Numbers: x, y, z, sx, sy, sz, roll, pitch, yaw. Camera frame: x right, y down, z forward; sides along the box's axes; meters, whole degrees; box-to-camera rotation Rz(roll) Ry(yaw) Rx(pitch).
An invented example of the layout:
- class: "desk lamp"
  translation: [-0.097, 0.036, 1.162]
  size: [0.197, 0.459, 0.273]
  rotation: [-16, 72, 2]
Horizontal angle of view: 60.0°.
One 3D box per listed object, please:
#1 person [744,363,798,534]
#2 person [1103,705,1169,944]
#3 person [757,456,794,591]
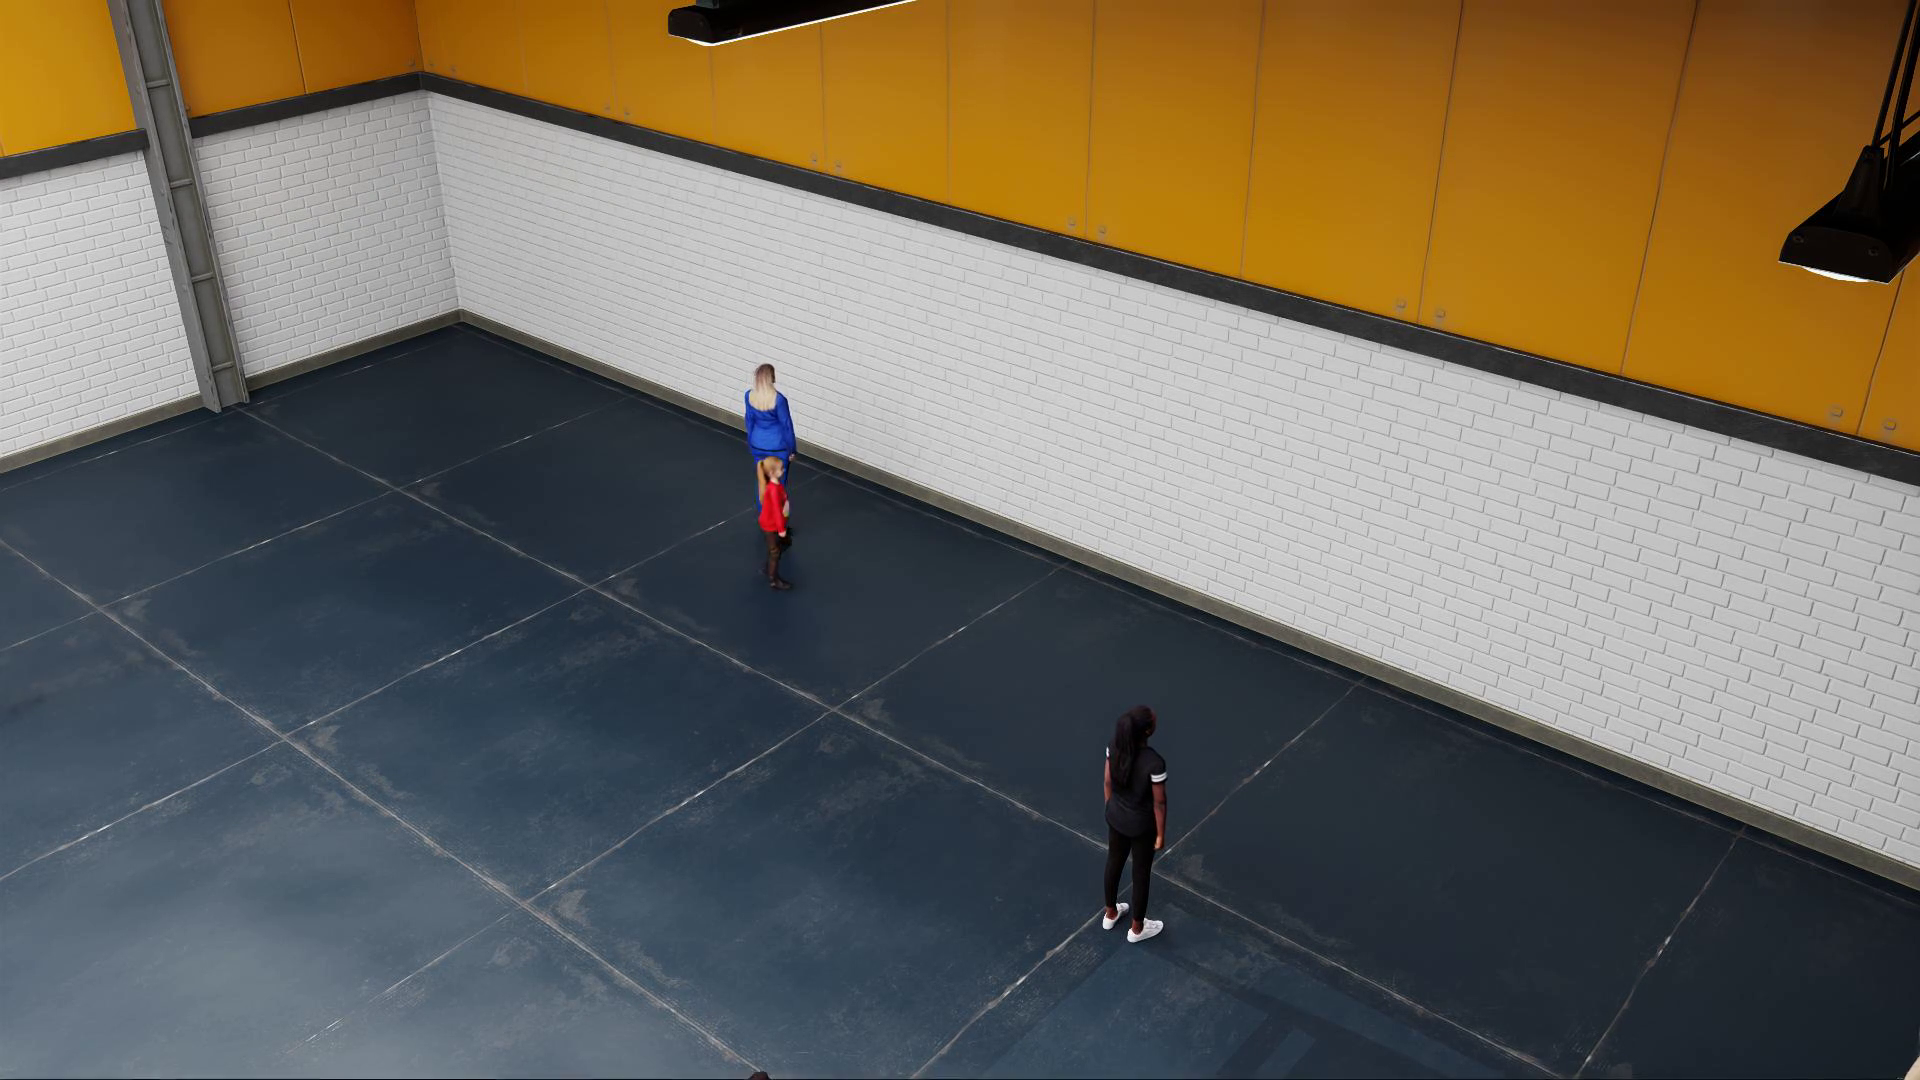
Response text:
- class: "person"
  translation: [-1.762, -0.834, 15.353]
  size: [0.708, 1.702, 0.730]
  rotation: [13, 31, 22]
- class: "person"
  translation: [1.100, 1.775, 10.543]
  size: [0.617, 1.729, 0.557]
  rotation: [24, 37, 37]
- class: "person"
  translation: [-1.675, -0.148, 14.540]
  size: [0.662, 1.278, 0.598]
  rotation: [0, 29, 0]
